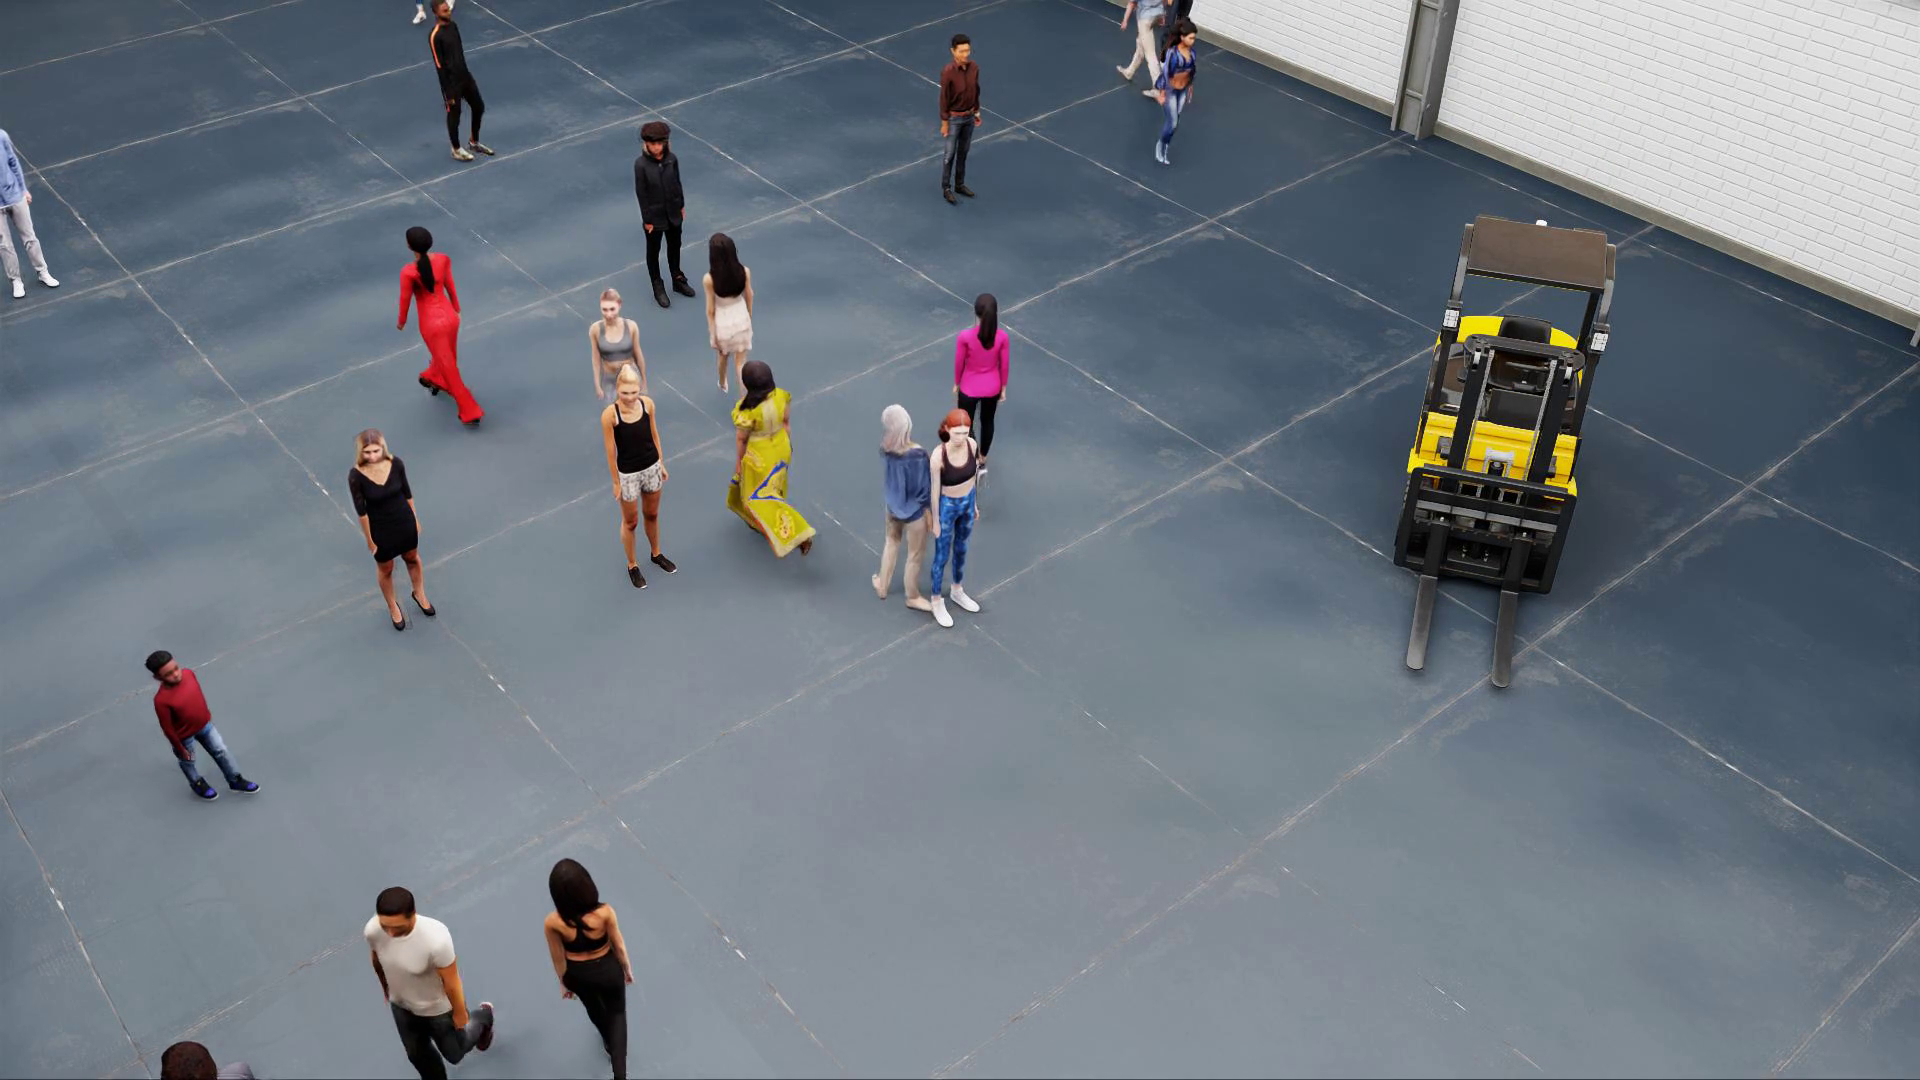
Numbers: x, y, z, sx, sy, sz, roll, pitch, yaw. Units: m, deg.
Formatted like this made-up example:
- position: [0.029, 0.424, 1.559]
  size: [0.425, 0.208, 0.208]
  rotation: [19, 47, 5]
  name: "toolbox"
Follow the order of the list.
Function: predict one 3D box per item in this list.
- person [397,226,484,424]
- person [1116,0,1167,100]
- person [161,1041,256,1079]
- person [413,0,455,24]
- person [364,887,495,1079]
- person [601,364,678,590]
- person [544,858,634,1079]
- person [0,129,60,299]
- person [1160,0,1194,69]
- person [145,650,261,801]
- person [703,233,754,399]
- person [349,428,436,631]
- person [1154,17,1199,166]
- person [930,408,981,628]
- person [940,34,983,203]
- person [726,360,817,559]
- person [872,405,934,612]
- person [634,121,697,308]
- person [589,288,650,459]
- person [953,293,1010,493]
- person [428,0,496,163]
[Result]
- position: [-4.283, -1.738, 13.837]
  size: [1.206, 1.741, 0.856]
  rotation: [21, 43, 25]
  name: "person"
- position: [2.227, -5.931, 19.019]
  size: [1.090, 1.815, 0.703]
  rotation: [31, 48, 33]
  name: "person"
- position: [-3.322, 2.999, 7.912]
  size: [1.162, 1.722, 0.818]
  rotation: [21, 43, 24]
  name: "person"
- position: [-6.766, -7.369, 21.108]
  size: [1.008, 1.456, 0.918]
  rotation: [15, 41, 18]
  name: "person"
- position: [-2.738, 2.336, 8.707]
  size: [0.947, 1.776, 0.990]
  rotation: [10, 40, 12]
  name: "person"
- position: [-2.374, -0.507, 12.203]
  size: [0.594, 1.846, 0.512]
  rotation: [-26, 45, -29]
  name: "person"
- position: [-1.940, 2.361, 8.791]
  size: [0.823, 1.622, 1.039]
  rotation: [-8, 39, -10]
  name: "person"
- position: [-8.969, -3.211, 15.558]
  size: [0.643, 1.885, 0.561]
  rotation: [-26, 45, -29]
  name: "person"
- position: [2.613, -6.507, 19.745]
  size: [0.587, 1.809, 0.501]
  rotation: [-26, 45, -29]
  name: "person"
- position: [-4.962, 1.169, 10.588]
  size: [0.779, 1.243, 0.677]
  rotation: [15, 41, 18]
  name: "person"
- position: [-1.867, -1.678, 13.787]
  size: [0.810, 1.699, 1.062]
  rotation: [-11, 40, -14]
  name: "person"
- position: [-4.046, -0.096, 11.824]
  size: [0.548, 1.677, 0.464]
  rotation: [-26, 45, -29]
  name: "person"
- position: [2.247, -4.799, 17.770]
  size: [0.631, 1.606, 0.591]
  rotation: [-22, 44, -25]
  name: "person"
- position: [-0.040, -0.187, 11.857]
  size: [0.557, 1.787, 0.564]
  rotation: [-26, 45, -29]
  name: "person"
- position: [-0.016, -4.336, 17.054]
  size: [0.659, 1.776, 0.526]
  rotation: [-26, 45, -29]
  name: "person"
- position: [-1.412, -0.582, 12.472]
  size: [1.257, 1.637, 0.895]
  rotation: [28, 47, 31]
  name: "person"
- position: [-0.361, -0.179, 11.939]
  size: [0.808, 1.673, 0.539]
  rotation: [-19, 42, -22]
  name: "person"
- position: [-2.778, -3.060, 15.457]
  size: [0.611, 1.775, 0.574]
  rotation: [-26, 45, -29]
  name: "person"
- position: [-2.699, -1.291, 13.308]
  size: [0.718, 1.693, 0.806]
  rotation: [-7, 39, -9]
  name: "person"
- position: [0.171, -1.137, 13.130]
  size: [0.878, 1.683, 1.035]
  rotation: [-6, 39, -7]
  name: "person"
- position: [-5.479, -4.917, 17.768]
  size: [0.850, 1.793, 0.810]
  rotation: [13, 41, 16]
  name: "person"
